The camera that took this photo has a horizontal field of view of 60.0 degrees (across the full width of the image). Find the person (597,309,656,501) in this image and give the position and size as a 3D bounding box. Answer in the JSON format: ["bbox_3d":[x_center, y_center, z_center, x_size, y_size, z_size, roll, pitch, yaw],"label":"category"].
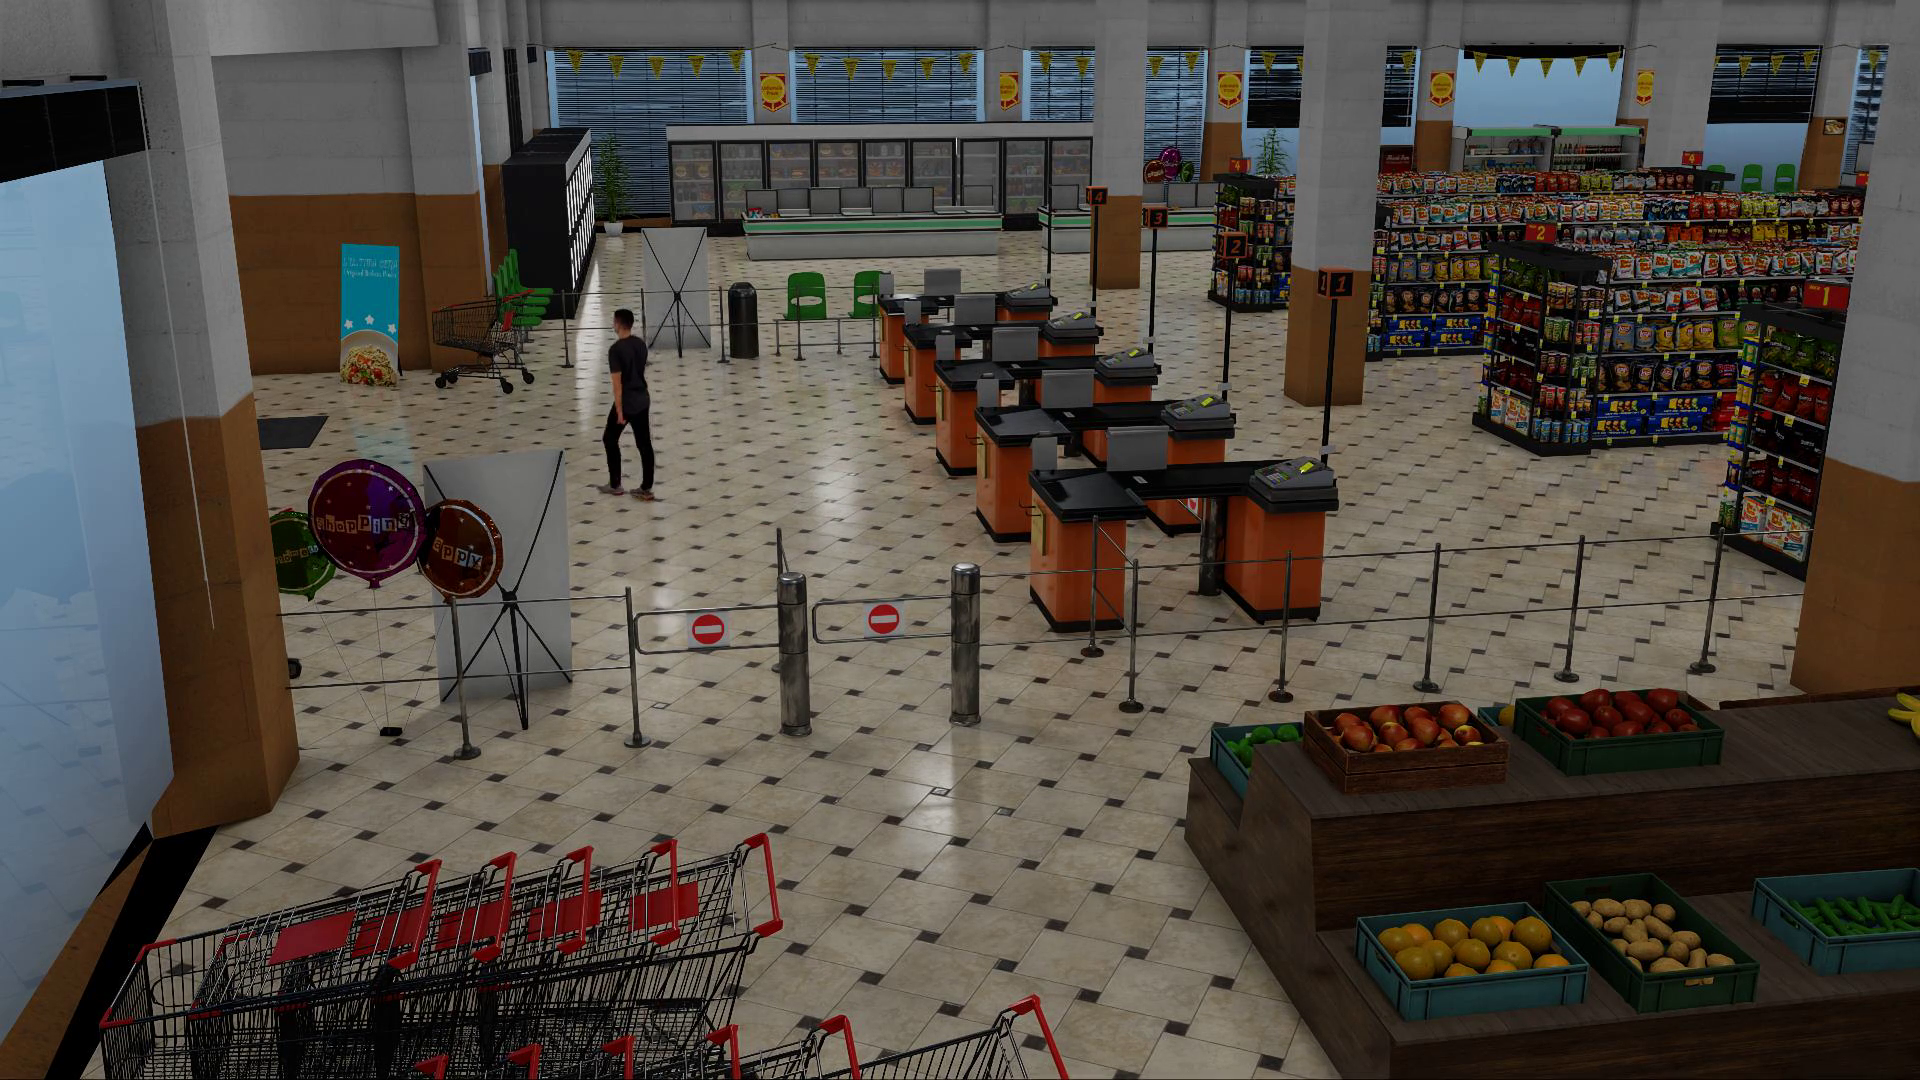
[{"bbox_3d":[-2.937,-1.211,15.150,0.939,1.746,0.877,11,20,33],"label":"person"}]
